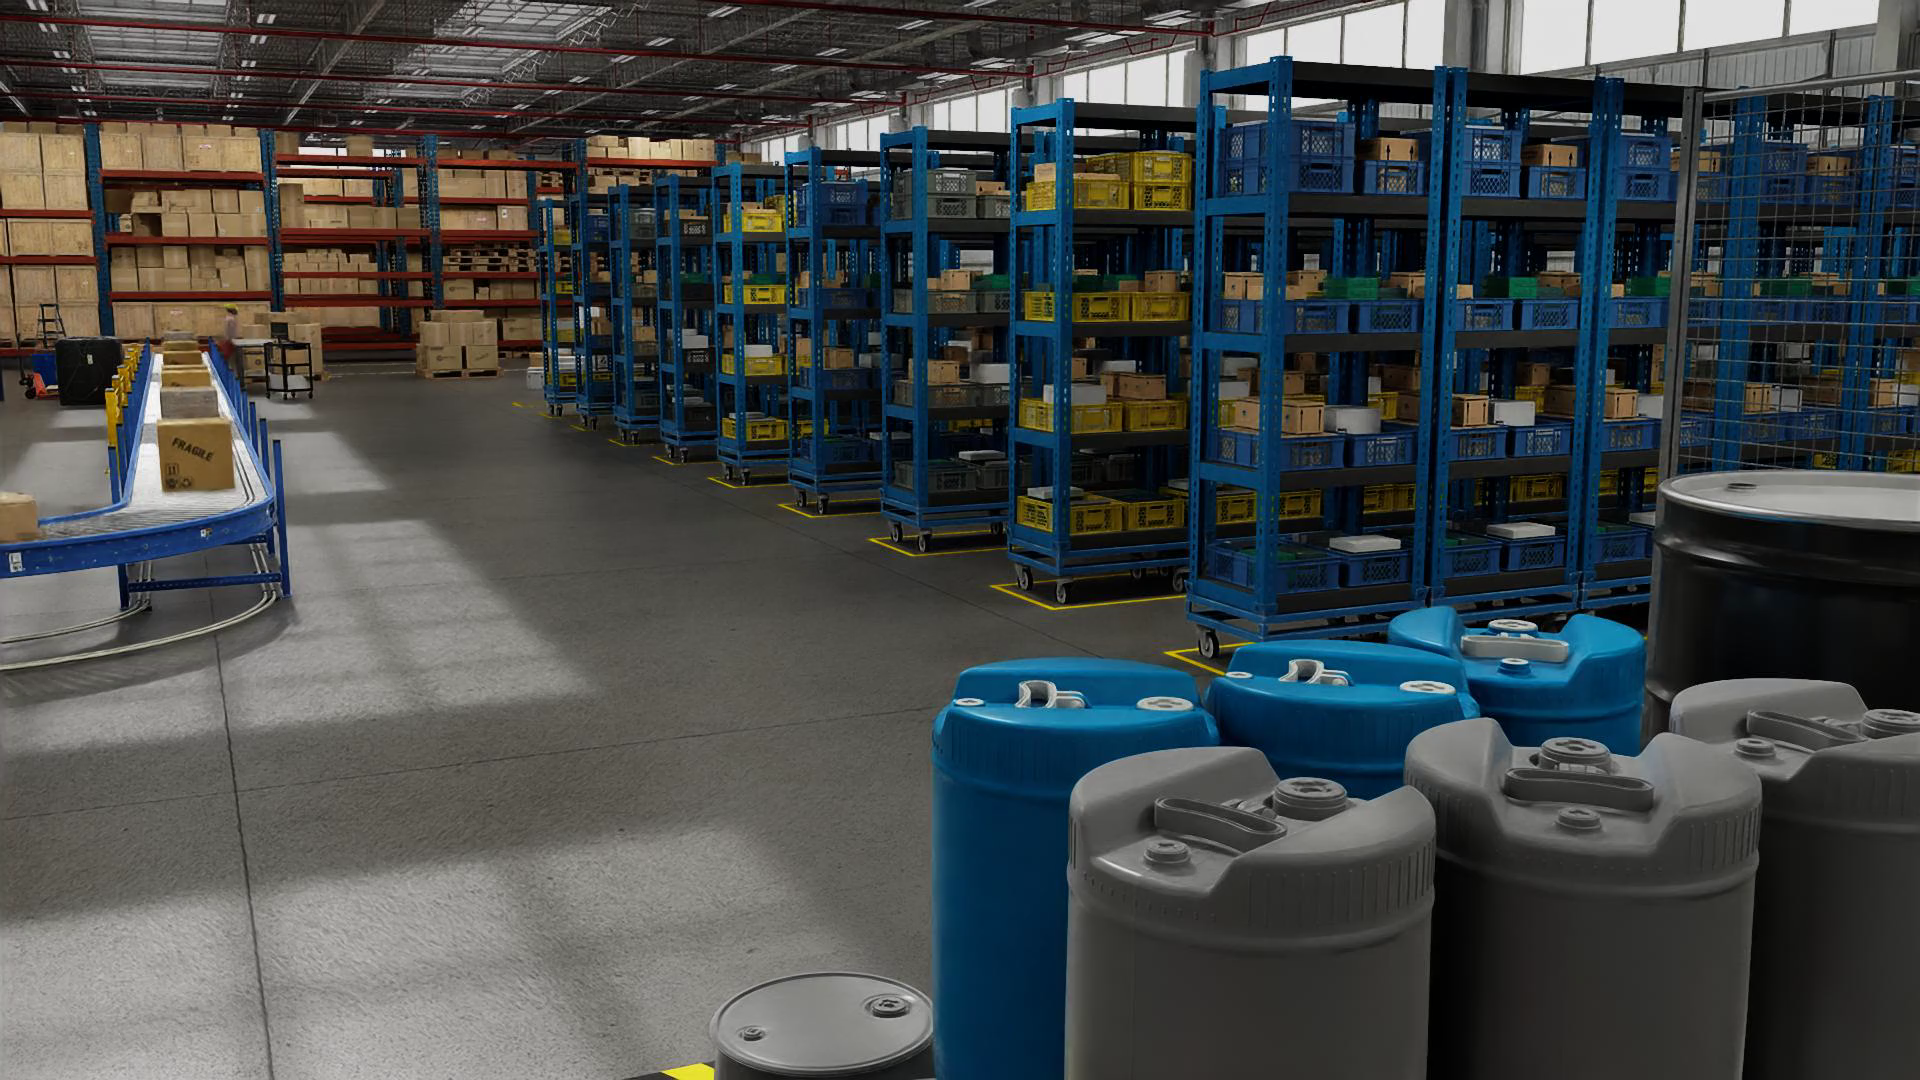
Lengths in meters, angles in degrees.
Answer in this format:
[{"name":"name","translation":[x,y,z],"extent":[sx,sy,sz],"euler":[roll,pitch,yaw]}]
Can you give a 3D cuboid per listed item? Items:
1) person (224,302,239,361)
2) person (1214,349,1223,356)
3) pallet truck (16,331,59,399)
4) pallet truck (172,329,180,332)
[{"name":"person","translation":[-16.591,-4.526,37.749],"extent":[0.872,1.730,0.535],"euler":[-8,12,-42]},{"name":"person","translation":[4.104,-2.694,26.090],"extent":[0.547,1.819,0.583],"euler":[-8,12,-40]},{"name":"pallet truck","translation":[-17.082,-3.353,31.781],"extent":[1.630,1.274,0.653],"euler":[-4,10,-25]},{"name":"pallet truck","translation":[-17.275,-3.851,35.096],"extent":[1.601,1.201,0.680],"euler":[0,9,1]}]
